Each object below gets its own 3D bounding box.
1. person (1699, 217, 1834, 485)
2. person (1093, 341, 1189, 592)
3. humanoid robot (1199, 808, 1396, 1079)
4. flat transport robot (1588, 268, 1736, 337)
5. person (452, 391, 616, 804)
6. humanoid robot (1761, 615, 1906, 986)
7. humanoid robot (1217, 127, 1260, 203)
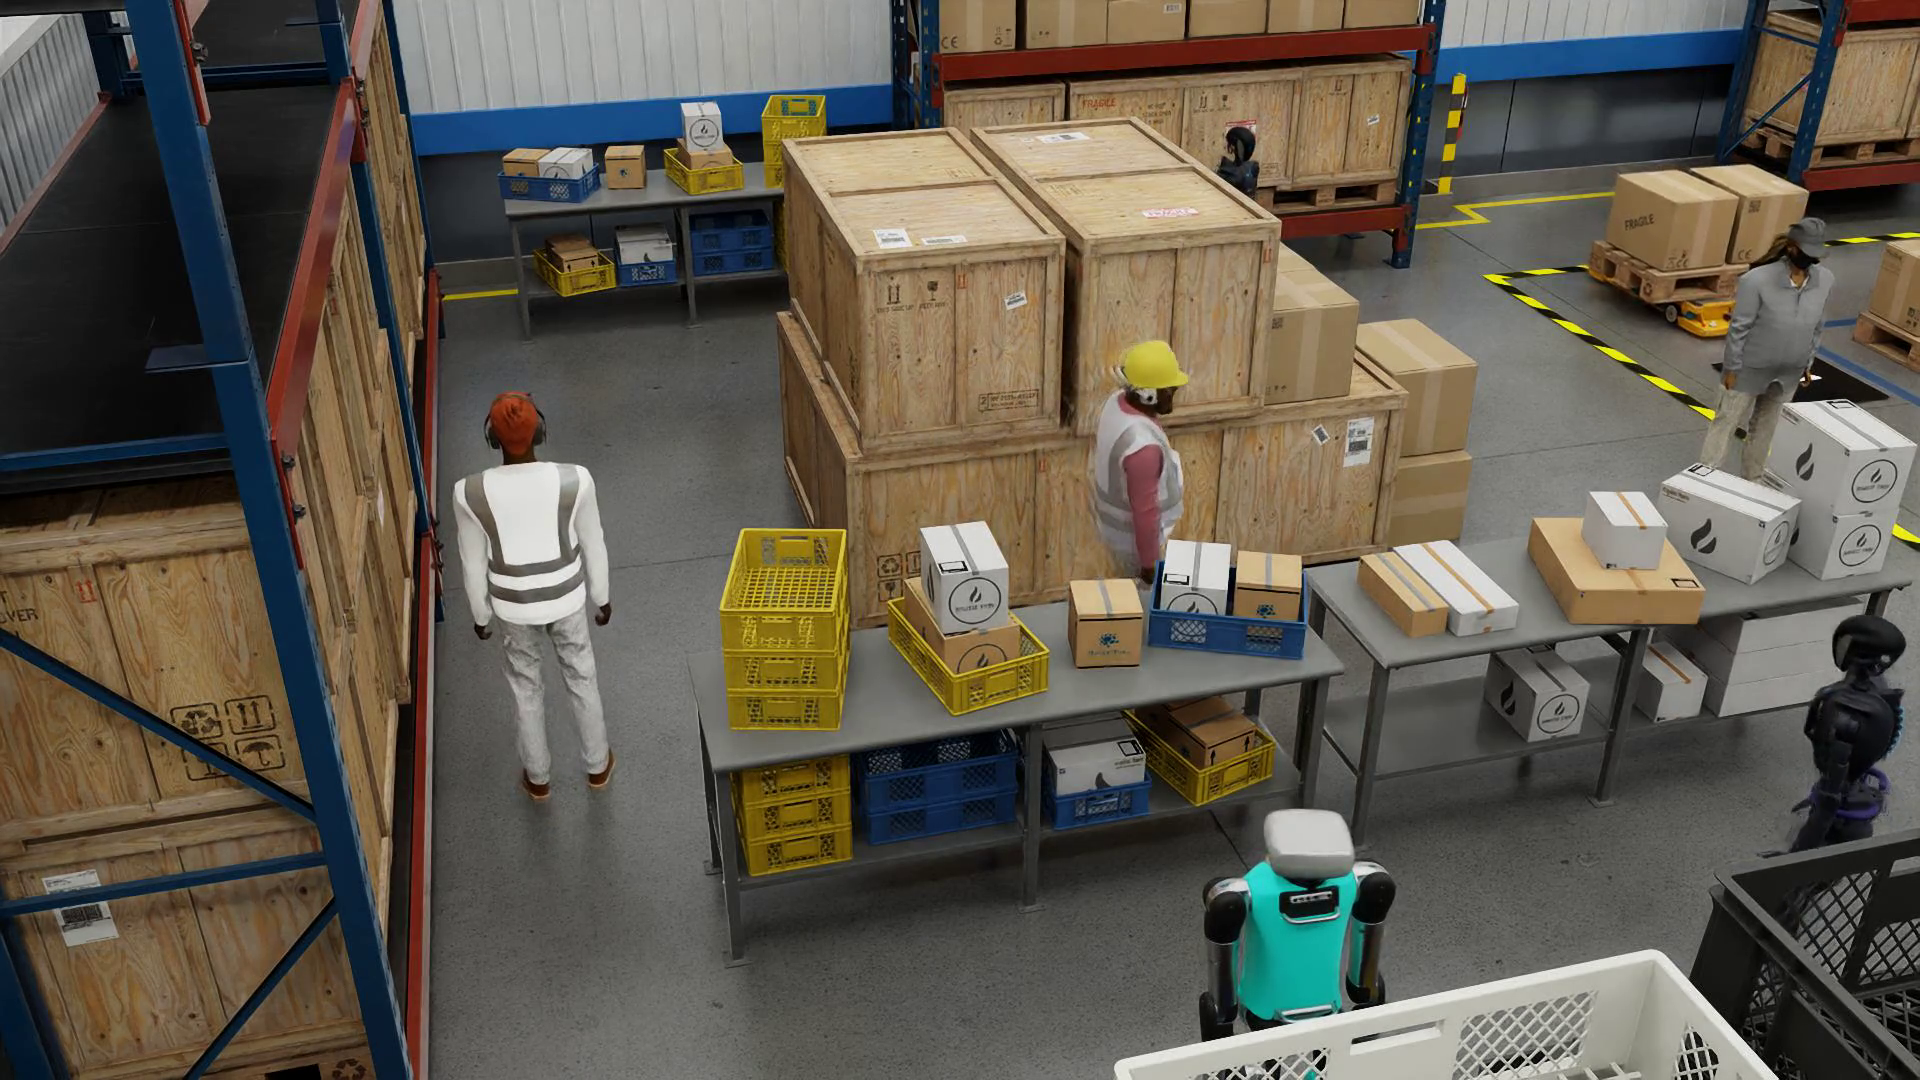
[{"bbox_3d":[4.519,-0.971,9.329,0.562,1.763,0.403,-4,29,-7],"label":"person"},{"bbox_3d":[0.807,-0.073,7.641,0.474,1.815,0.612,-4,29,-8],"label":"person"},{"bbox_3d":[0.966,1.604,4.583,0.533,1.689,0.741,-5,29,-9],"label":"humanoid robot"},{"bbox_3d":[5.442,-1.892,12.522,0.652,0.197,1.431,-7,30,-13],"label":"flat transport robot"},{"bbox_3d":[-1.755,0.262,6.966,0.582,1.883,0.337,-8,30,-14],"label":"person"},{"bbox_3d":[3.083,1.000,5.852,0.403,1.639,0.608,18,34,30],"label":"humanoid robot"},{"bbox_3d":[1.857,-2.045,11.419,0.803,1.619,0.600,25,37,37],"label":"humanoid robot"}]
